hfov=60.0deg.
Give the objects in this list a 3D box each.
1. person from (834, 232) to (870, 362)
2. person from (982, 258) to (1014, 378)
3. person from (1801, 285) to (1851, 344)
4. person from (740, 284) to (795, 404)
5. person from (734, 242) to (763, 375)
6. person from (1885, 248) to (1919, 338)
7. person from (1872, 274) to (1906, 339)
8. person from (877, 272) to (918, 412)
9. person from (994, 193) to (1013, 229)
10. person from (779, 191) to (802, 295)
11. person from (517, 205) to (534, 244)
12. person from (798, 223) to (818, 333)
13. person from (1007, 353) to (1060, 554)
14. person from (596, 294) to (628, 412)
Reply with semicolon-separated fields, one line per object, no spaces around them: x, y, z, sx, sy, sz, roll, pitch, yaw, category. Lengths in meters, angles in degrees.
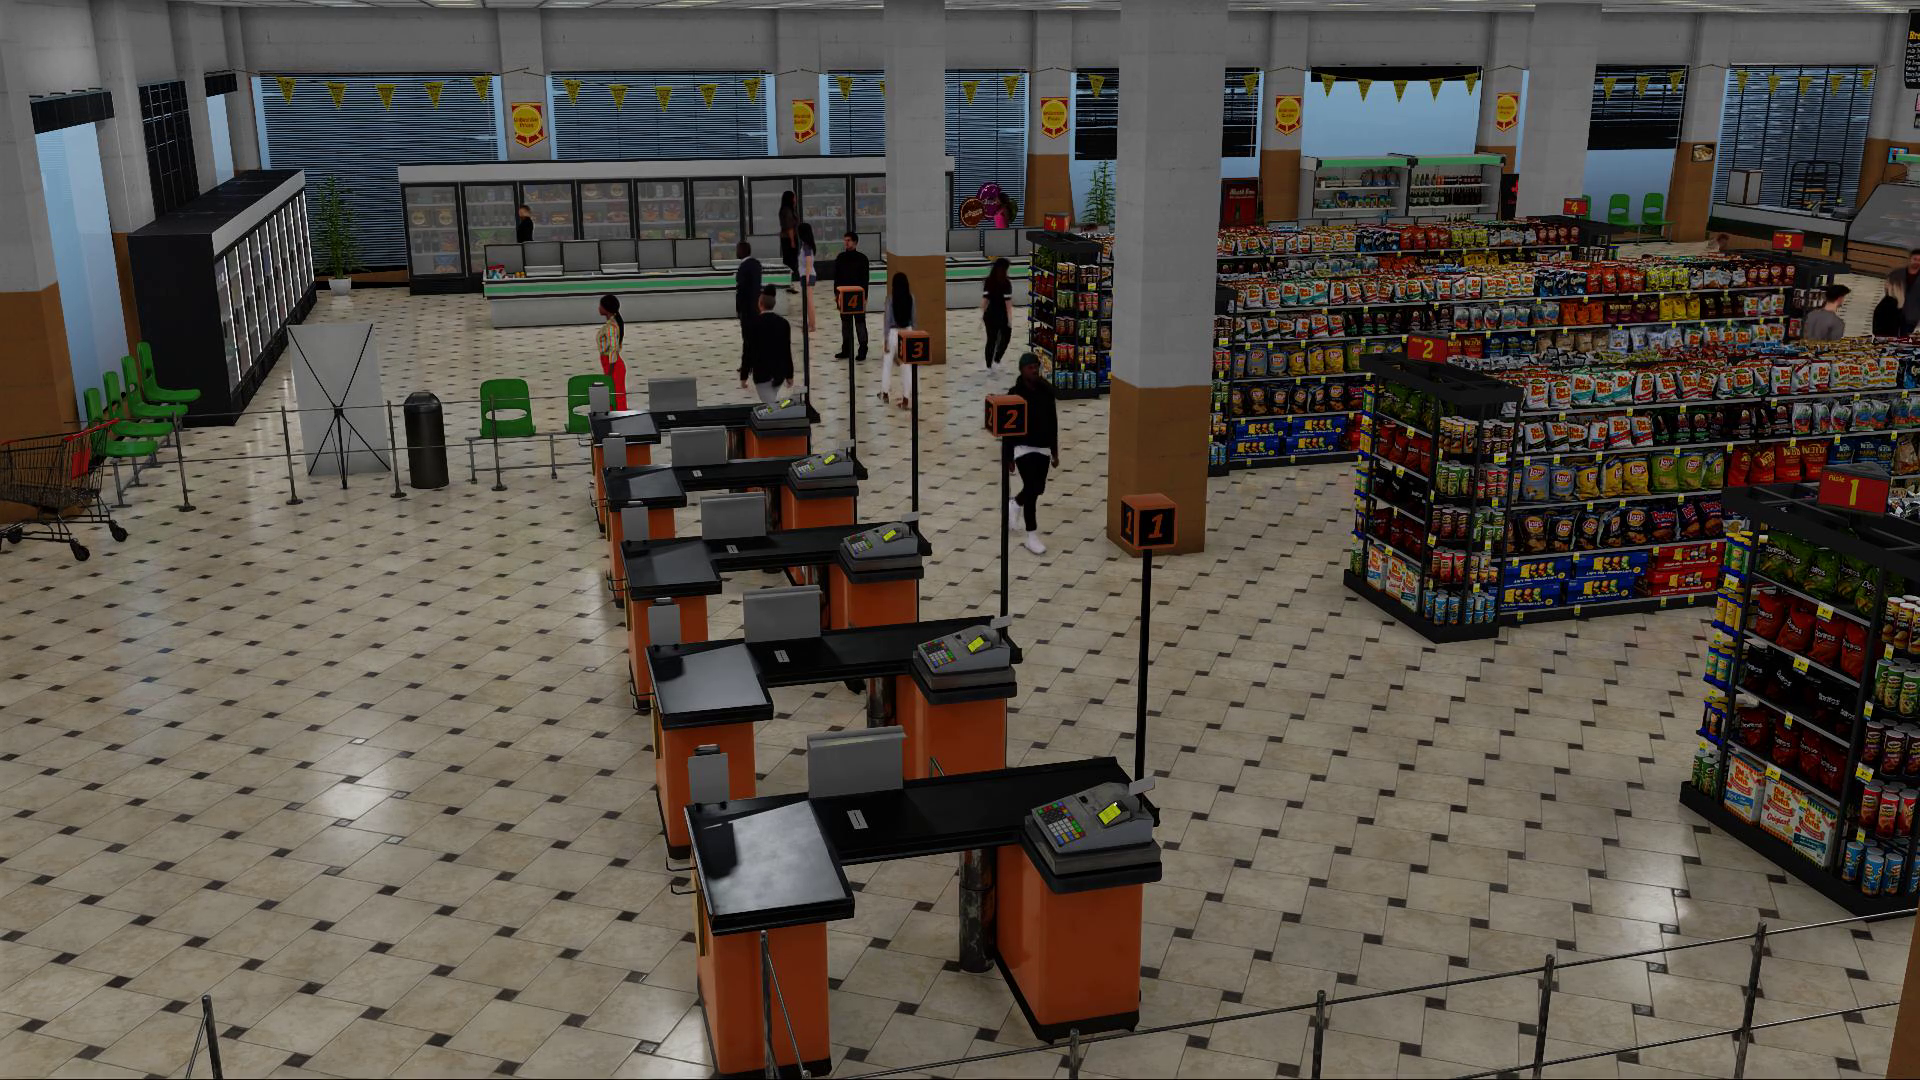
-1.545;-3.519;23.984;0.771;1.838;0.846;9;19;26;person
0.493;-3.032;22.766;0.812;1.614;0.862;9;19;28;person
9.498;-1.910;18.601;0.687;1.887;0.729;-6;18;-19;person
-2.043;-1.786;18.168;1.272;1.901;1.092;-12;21;-34;person
-2.836;-3.197;22.969;0.904;1.812;0.863;7;18;21;person
12.561;-2.970;22.167;0.924;1.843;0.982;9;19;26;person
11.609;-2.481;20.830;0.757;1.685;0.654;15;22;40;person
-0.723;-2.455;20.717;0.924;1.700;0.756;-6;18;-20;person
0.818;-5.632;31.142;0.534;1.723;0.560;-5;18;-15;person
-3.127;-5.412;30.219;0.607;1.839;0.656;-6;18;-18;person
-7.642;-5.109;29.509;0.562;1.670;0.620;-3;17;-8;person
-2.412;-4.174;26.365;0.574;1.707;0.624;-2;17;-6;person
0.615;-0.827;15.197;1.141;1.793;0.925;-9;19;-28;person
-3.858;-1.844;18.545;0.589;1.793;0.633;-1;17;-3;person
